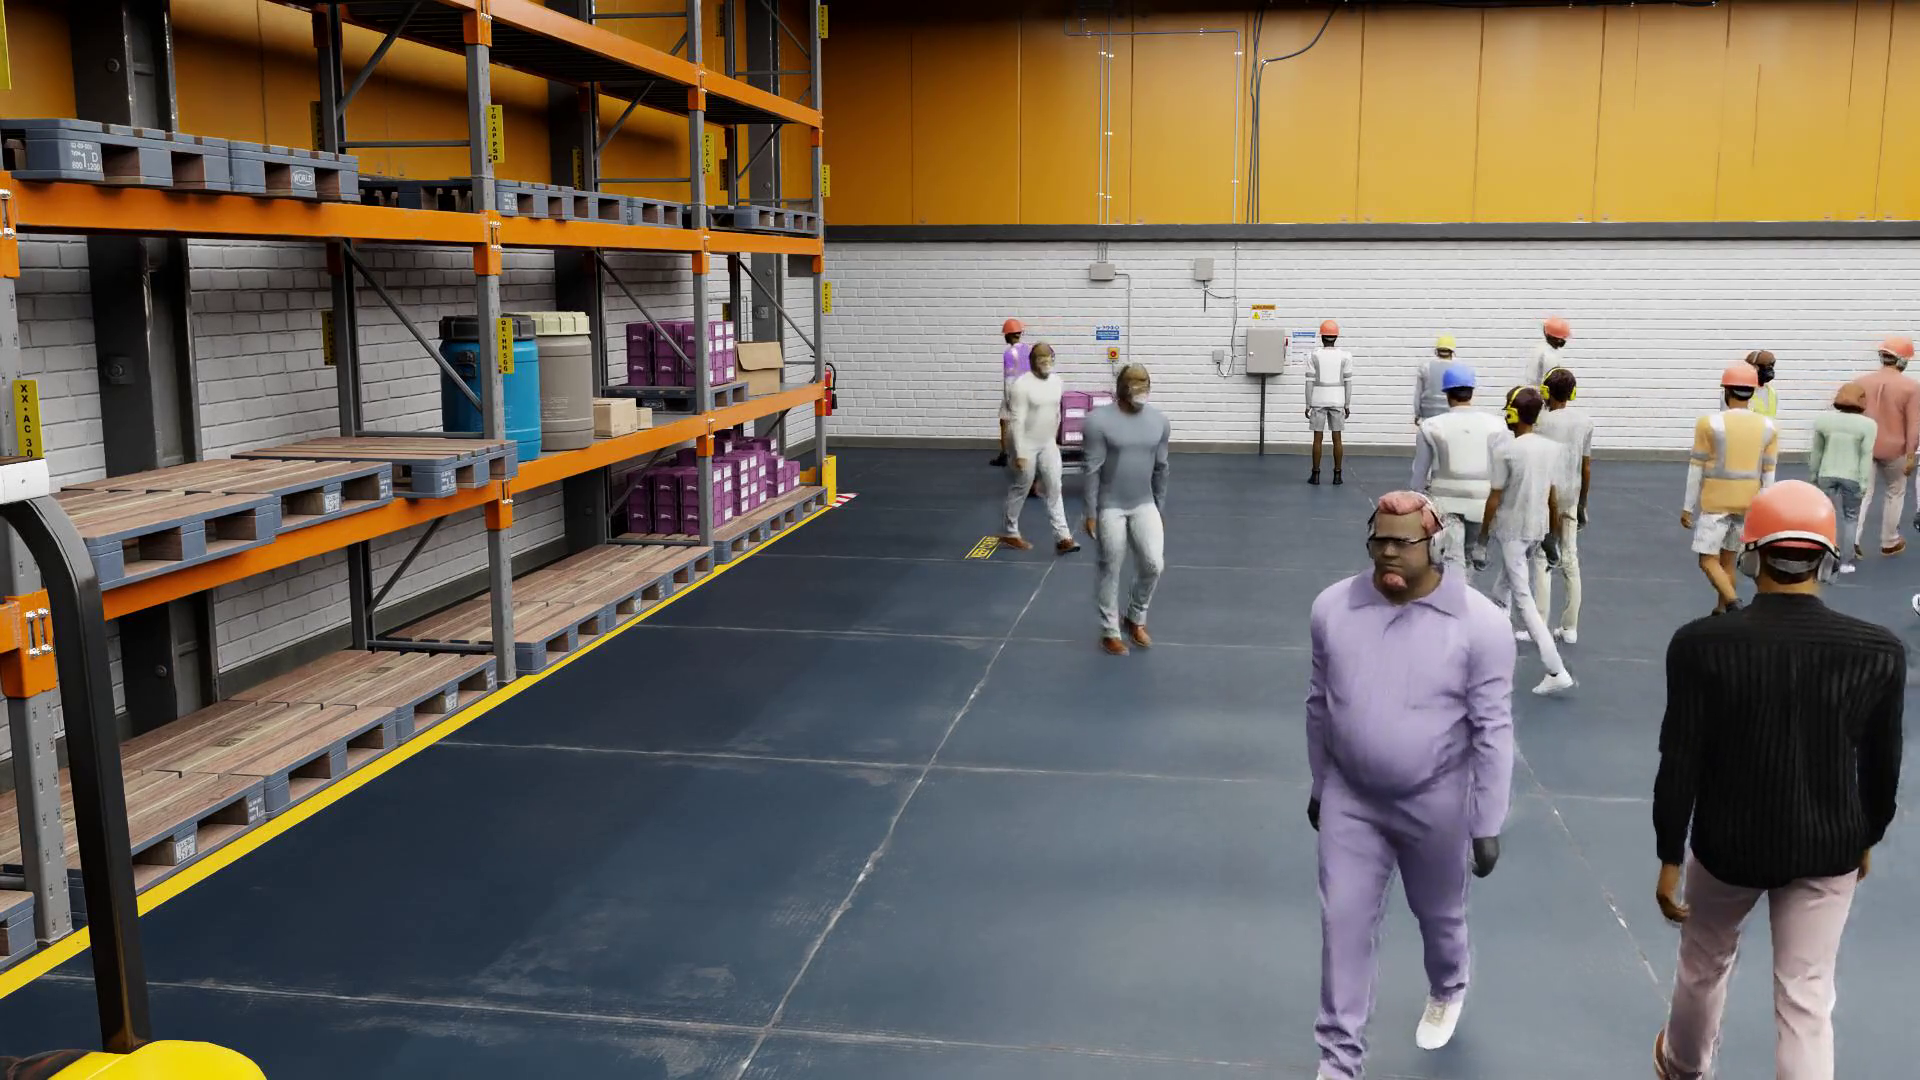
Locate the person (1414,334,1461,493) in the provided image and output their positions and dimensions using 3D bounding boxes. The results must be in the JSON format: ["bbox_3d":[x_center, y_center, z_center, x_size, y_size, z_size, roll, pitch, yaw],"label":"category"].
[{"bbox_3d":[5.437,-1.432,18.832,0.583,1.799,0.903,3,10,16],"label":"person"}]

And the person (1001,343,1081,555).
[{"bbox_3d":[0.710,-0.792,14.620,0.672,1.872,0.999,-7,12,-38],"label":"person"}]

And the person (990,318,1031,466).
[{"bbox_3d":[0.776,-1.860,21.142,0.823,1.912,0.555,8,12,40],"label":"person"}]

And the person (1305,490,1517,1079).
[{"bbox_3d":[1.369,0.760,5.110,0.656,1.867,0.969,6,11,31],"label":"person"}]

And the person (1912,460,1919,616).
[{"bbox_3d":[6.843,-0.249,11.327,0.674,1.855,0.997,3,10,19],"label":"person"}]

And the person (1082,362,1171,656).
[{"bbox_3d":[1.078,-0.188,10.791,0.647,1.924,0.444,-3,10,-18],"label":"person"}]

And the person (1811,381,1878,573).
[{"bbox_3d":[7.190,-0.496,13.641,0.709,1.608,0.511,-9,13,-44],"label":"person"}]

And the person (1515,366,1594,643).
[{"bbox_3d":[3.973,-0.225,11.163,0.519,1.873,0.335,-2,9,-10],"label":"person"}]

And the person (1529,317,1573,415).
[{"bbox_3d":[6.616,-1.518,18.802,0.397,1.996,0.778,1,9,7],"label":"person"}]

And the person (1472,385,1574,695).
[{"bbox_3d":[3.371,-0.009,9.967,0.533,1.833,0.951,-5,11,-29],"label":"person"}]

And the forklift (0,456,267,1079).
[{"bbox_3d":[-2.328,0.975,2.765,2.313,2.155,1.214,1,9,9],"label":"forklift"}]

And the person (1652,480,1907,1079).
[{"bbox_3d":[2.214,0.800,4.594,0.628,1.943,1.005,2,9,13],"label":"person"}]

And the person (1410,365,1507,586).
[{"bbox_3d":[3.336,-0.228,11.152,0.619,1.878,1.048,0,9,0],"label":"person"}]

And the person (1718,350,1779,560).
[{"bbox_3d":[6.844,-0.732,14.449,0.639,1.832,0.431,-5,10,-28],"label":"person"}]

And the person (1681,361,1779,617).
[{"bbox_3d":[5.184,-0.242,11.154,0.552,1.913,0.792,-1,9,-4],"label":"person"}]

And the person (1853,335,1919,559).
[{"bbox_3d":[8.029,-0.792,14.449,0.753,1.958,0.635,-8,12,-40],"label":"person"}]

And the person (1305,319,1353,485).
[{"bbox_3d":[4.304,-1.609,19.477,0.545,1.942,0.351,1,9,5],"label":"person"}]
